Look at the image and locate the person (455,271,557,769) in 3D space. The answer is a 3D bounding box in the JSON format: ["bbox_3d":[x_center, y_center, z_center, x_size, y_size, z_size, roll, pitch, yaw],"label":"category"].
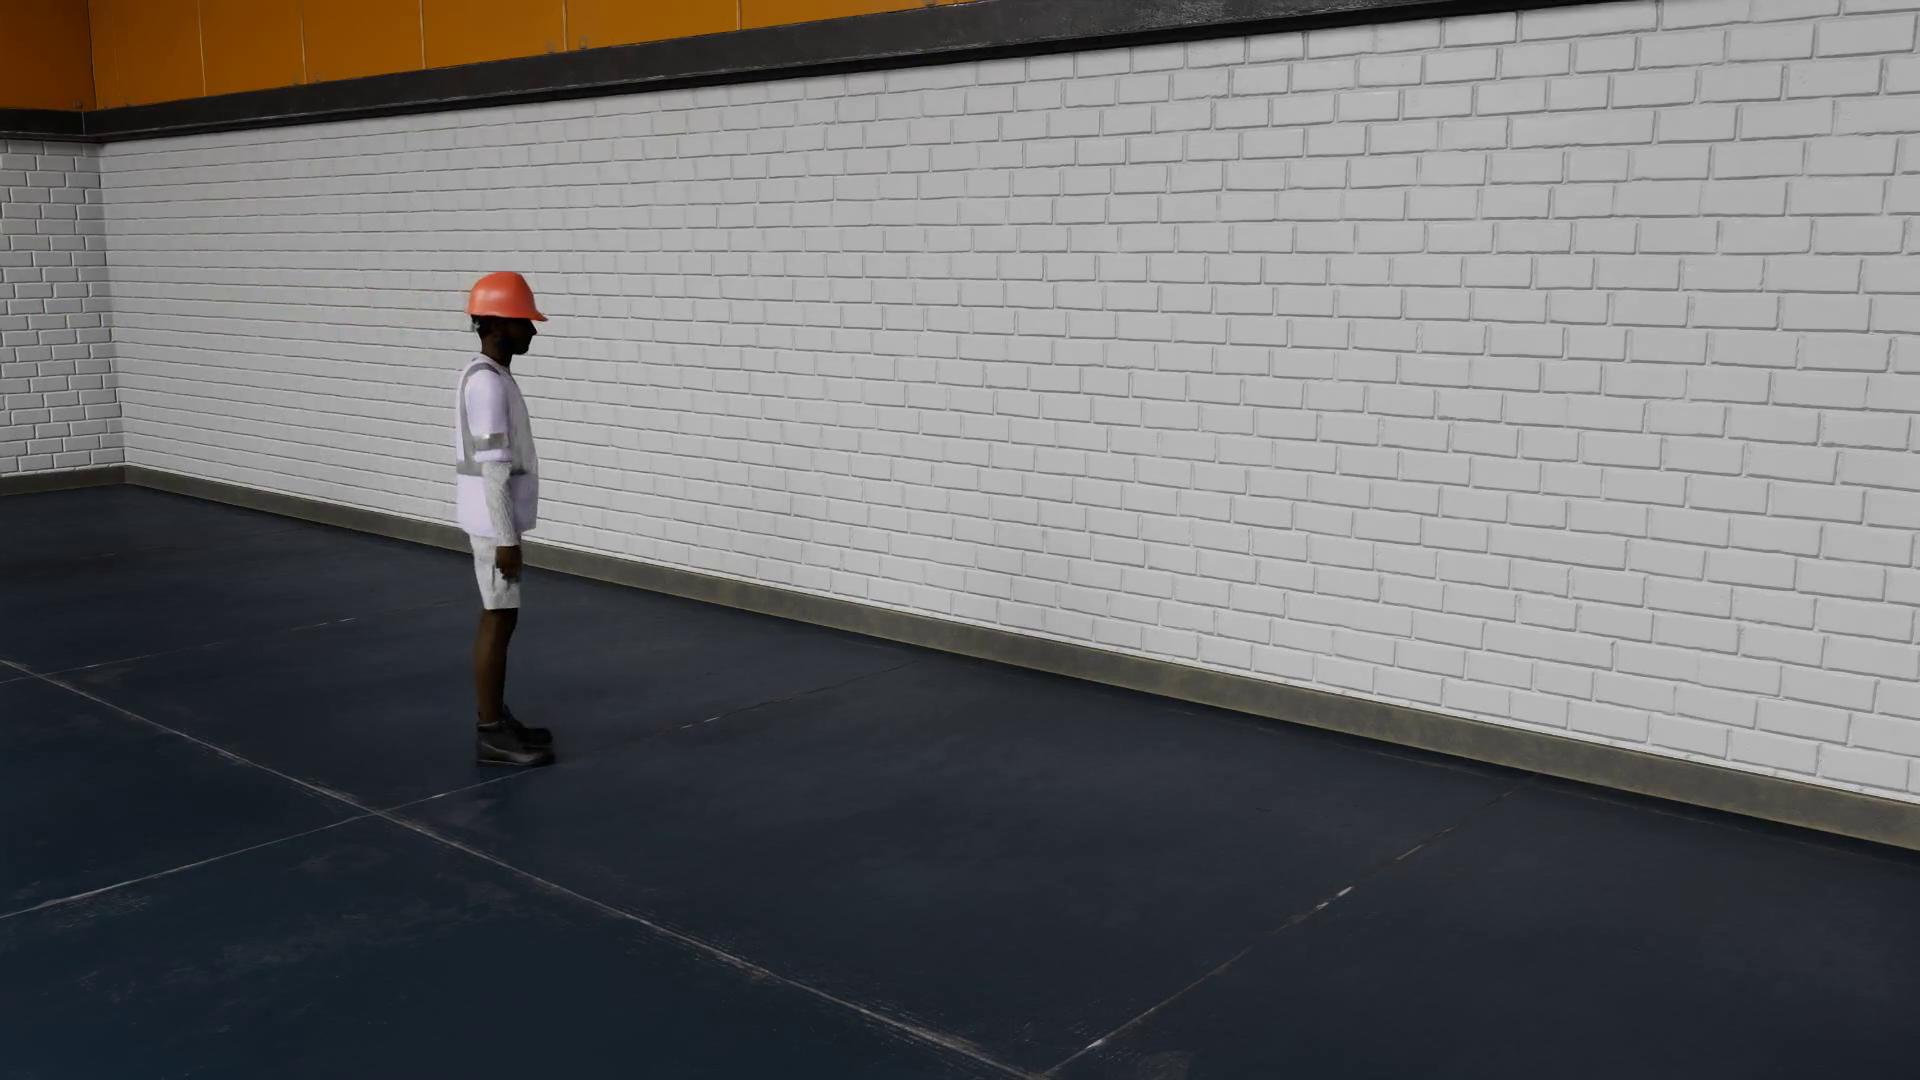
[{"bbox_3d":[-1.773,-0.078,6.527,0.377,1.933,0.551,-3,10,-17],"label":"person"}]
